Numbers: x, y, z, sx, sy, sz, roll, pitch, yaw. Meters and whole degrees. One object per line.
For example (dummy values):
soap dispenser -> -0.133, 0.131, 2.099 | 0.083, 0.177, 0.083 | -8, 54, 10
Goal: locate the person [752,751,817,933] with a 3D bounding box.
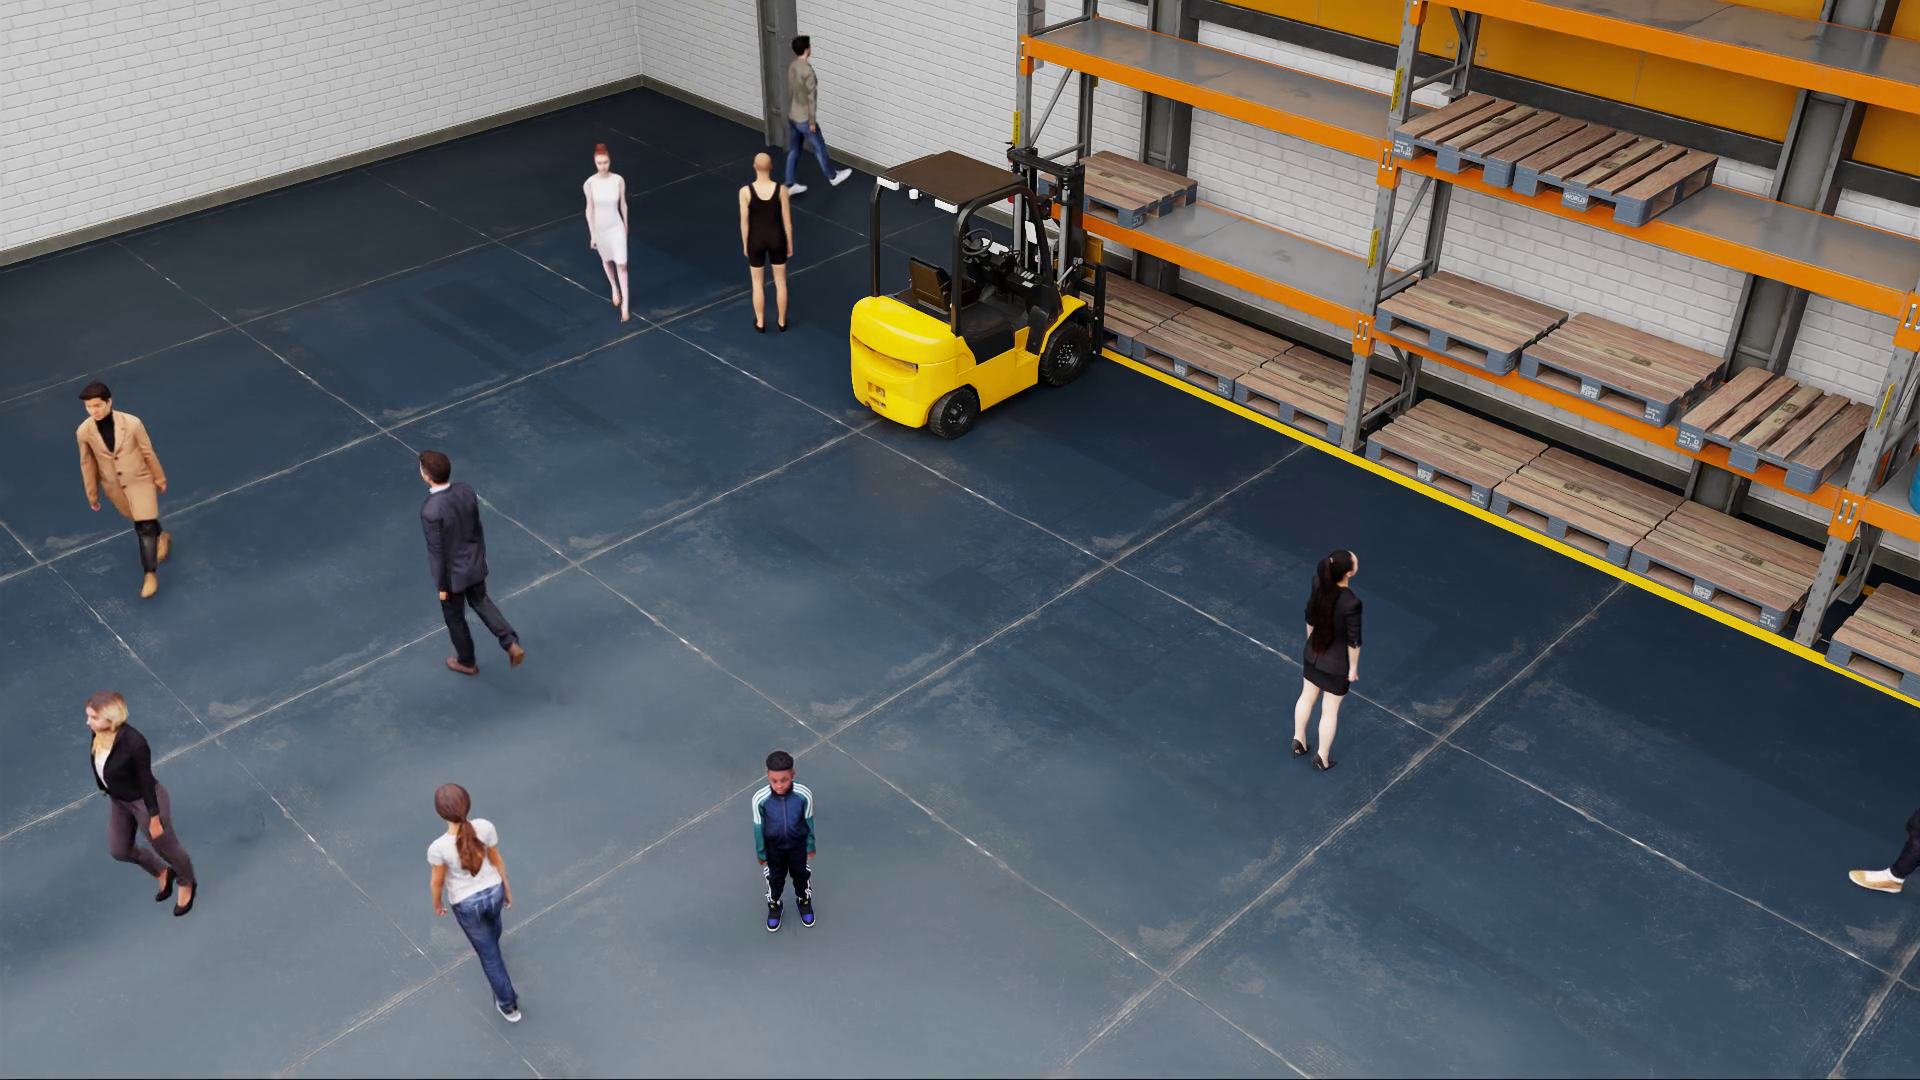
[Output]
person -> -1.017, 1.742, 9.722 | 0.572, 1.256, 0.608 | -5, 34, -8

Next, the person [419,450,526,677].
person -> -3.391, 0.216, 11.480 | 1.012, 1.851, 0.778 | 19, 38, 26

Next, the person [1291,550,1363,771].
person -> 2.386, 0.772, 10.784 | 0.694, 1.697, 0.526 | -21, 39, -28

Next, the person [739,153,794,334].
person -> -1.872, -2.878, 16.169 | 0.707, 1.815, 0.712 | -6, 34, -10

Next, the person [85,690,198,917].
person -> -4.705, 1.509, 9.707 | 0.612, 1.662, 0.734 | 14, 36, 20

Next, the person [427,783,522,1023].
person -> -2.601, 2.000, 9.083 | 0.637, 1.534, 0.986 | -22, 39, -30

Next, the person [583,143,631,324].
person -> -3.505, -3.084, 16.527 | 0.885, 1.761, 1.077 | -8, 35, -12

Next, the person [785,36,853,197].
person -> -1.873, -4.817, 19.073 | 0.831, 1.829, 1.029 | -23, 40, -31

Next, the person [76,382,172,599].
person -> -6.320, -0.487, 12.683 | 1.080, 1.691, 1.207 | -4, 34, -6
